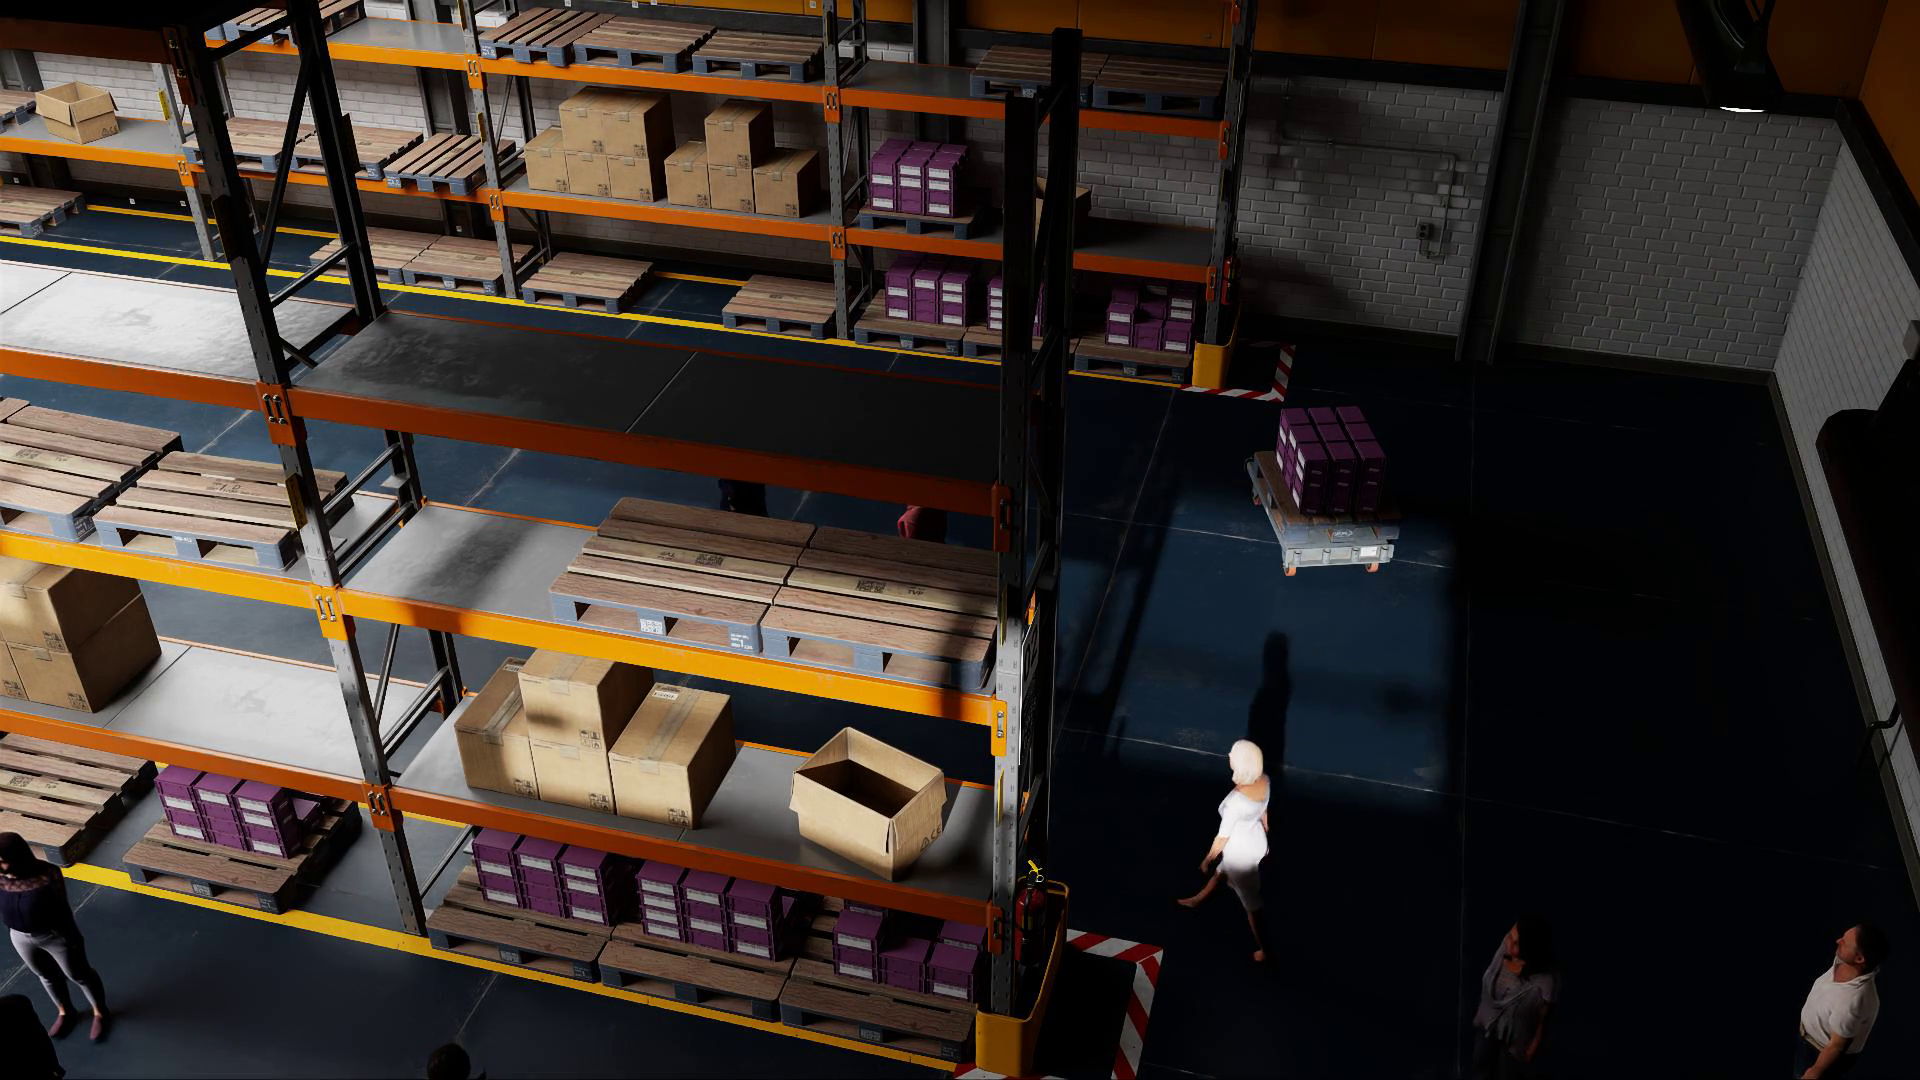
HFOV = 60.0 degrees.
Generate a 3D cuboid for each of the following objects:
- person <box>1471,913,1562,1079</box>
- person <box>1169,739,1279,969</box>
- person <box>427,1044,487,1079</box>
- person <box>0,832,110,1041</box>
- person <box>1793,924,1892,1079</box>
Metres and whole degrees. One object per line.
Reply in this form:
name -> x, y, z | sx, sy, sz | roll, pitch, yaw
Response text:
person -> 3.197, 2.707, 9.412 | 0.955, 1.590, 0.875 | -13, 36, -19
person -> 1.840, 2.002, 10.374 | 1.137, 1.699, 0.832 | 22, 39, 29
person -> -2.529, 3.219, 8.577 | 0.612, 1.662, 0.665 | 25, 41, 32
person -> -5.459, 2.360, 9.919 | 0.524, 1.607, 0.694 | 1, 34, 2
person -> 4.732, 2.777, 9.065 | 0.639, 1.856, 0.702 | 15, 37, 22
